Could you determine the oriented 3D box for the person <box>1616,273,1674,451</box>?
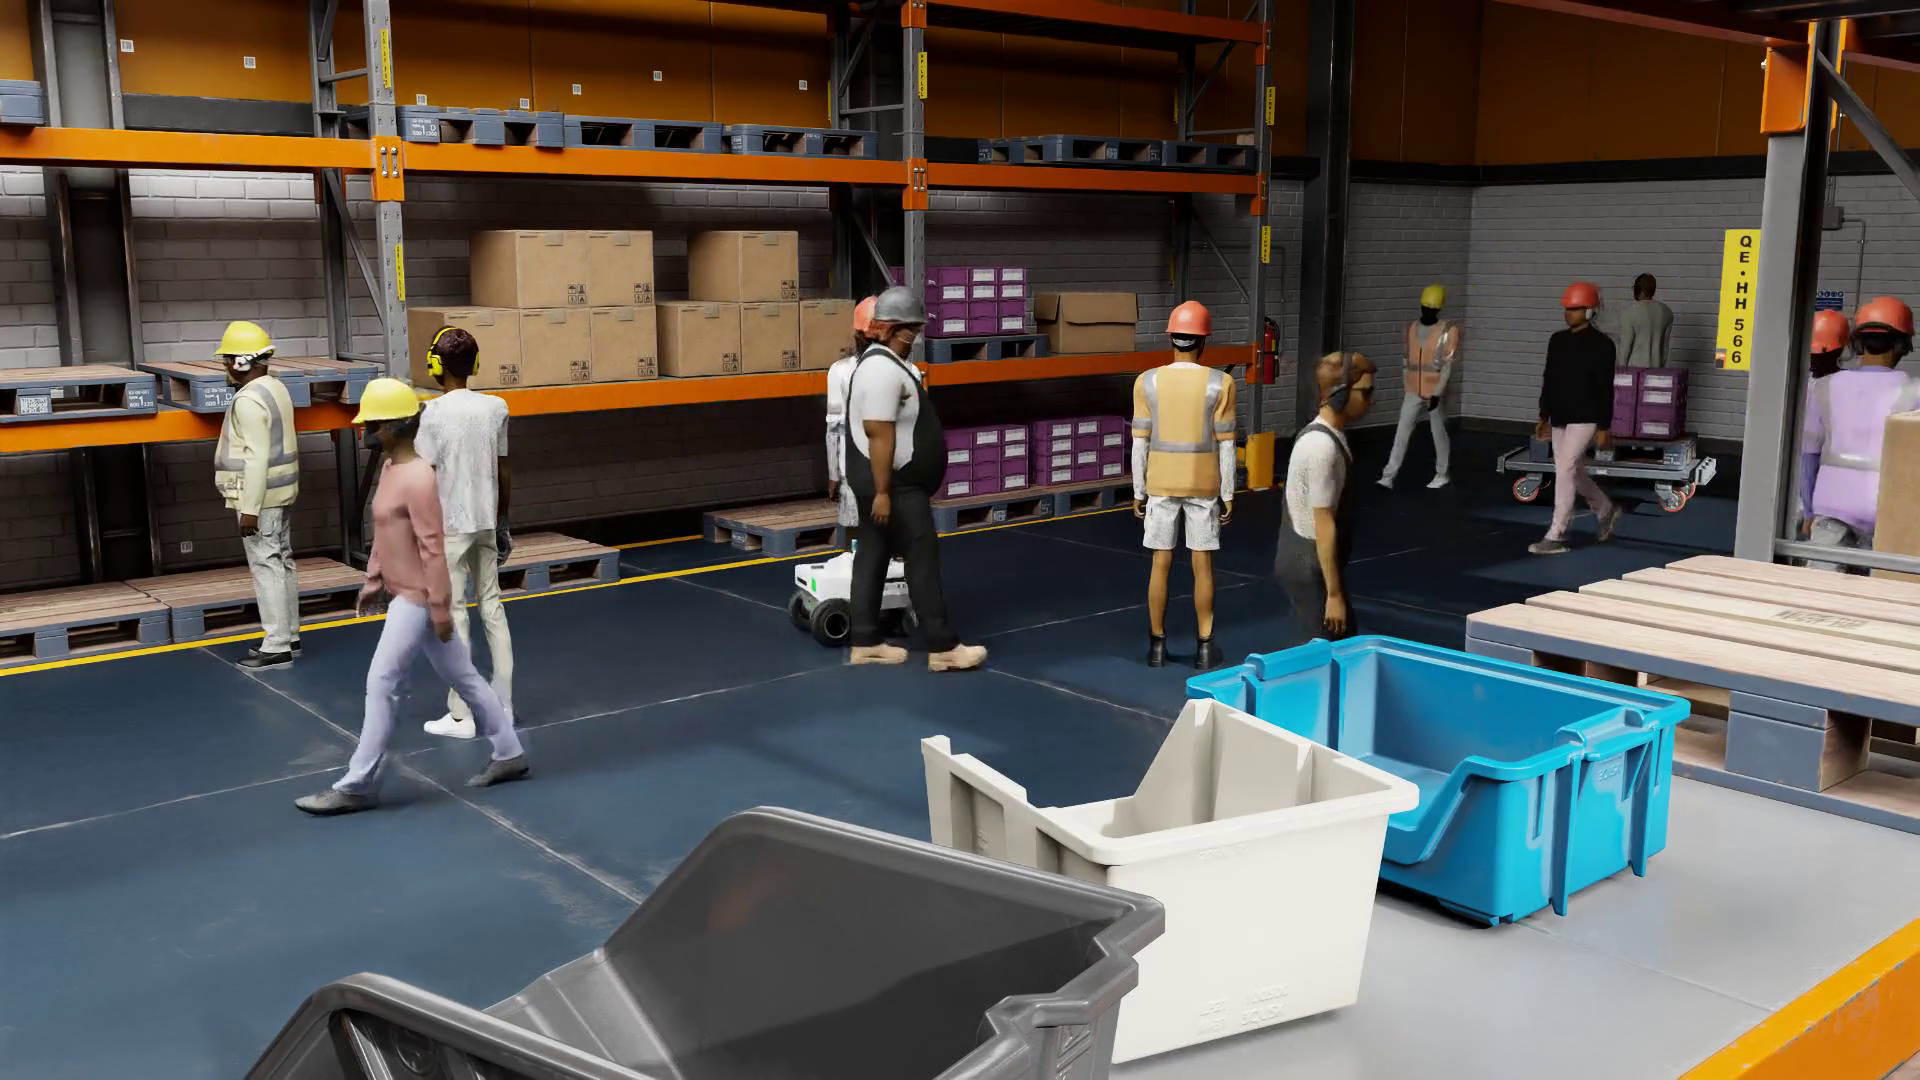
[{"bbox_3d":[6.817,-1.697,16.682,0.629,1.940,0.372,-4,11,-21],"label":"person"}]

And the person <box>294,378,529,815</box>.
[{"bbox_3d":[-2.176,0.213,6.619,0.927,1.713,0.516,-5,11,-25],"label":"person"}]

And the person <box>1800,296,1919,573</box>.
[{"bbox_3d":[4.299,-0.147,7.878,1.080,1.978,0.622,-9,13,-40],"label":"person"}]

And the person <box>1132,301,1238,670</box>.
[{"bbox_3d":[1.182,-0.284,8.768,0.551,1.935,0.371,3,10,15],"label":"person"}]

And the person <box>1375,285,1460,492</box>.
[{"bbox_3d":[4.187,-1.347,14.941,0.577,1.864,0.990,9,14,43],"label":"person"}]

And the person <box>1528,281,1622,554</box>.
[{"bbox_3d":[4.543,-0.894,12.109,0.882,1.970,0.609,-4,11,-20],"label":"person"}]

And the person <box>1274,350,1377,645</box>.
[{"bbox_3d":[1.405,0.159,6.598,0.454,1.826,0.504,3,11,17],"label":"person"}]

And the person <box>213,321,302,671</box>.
[{"bbox_3d":[-3.693,-0.229,8.757,0.404,1.830,0.602,-2,10,-9],"label":"person"}]

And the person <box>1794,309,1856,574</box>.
[{"bbox_3d":[4.404,-0.252,8.687,0.796,1.894,0.558,-3,11,-18],"label":"person"}]

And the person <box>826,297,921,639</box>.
[{"bbox_3d":[-0.484,-0.399,9.406,0.542,1.939,0.361,-1,10,-3],"label":"person"}]

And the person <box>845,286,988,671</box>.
[{"bbox_3d":[-0.209,-0.326,8.717,0.826,2.000,0.698,-1,10,-7],"label":"person"}]

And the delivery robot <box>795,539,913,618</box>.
[{"bbox_3d":[-0.563,0.237,9.460,0.707,0.478,0.477,-4,11,-23],"label":"delivery robot"}]

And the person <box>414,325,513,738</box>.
[{"bbox_3d":[-2.265,-0.034,7.560,0.328,1.872,0.513,8,13,37],"label":"person"}]
